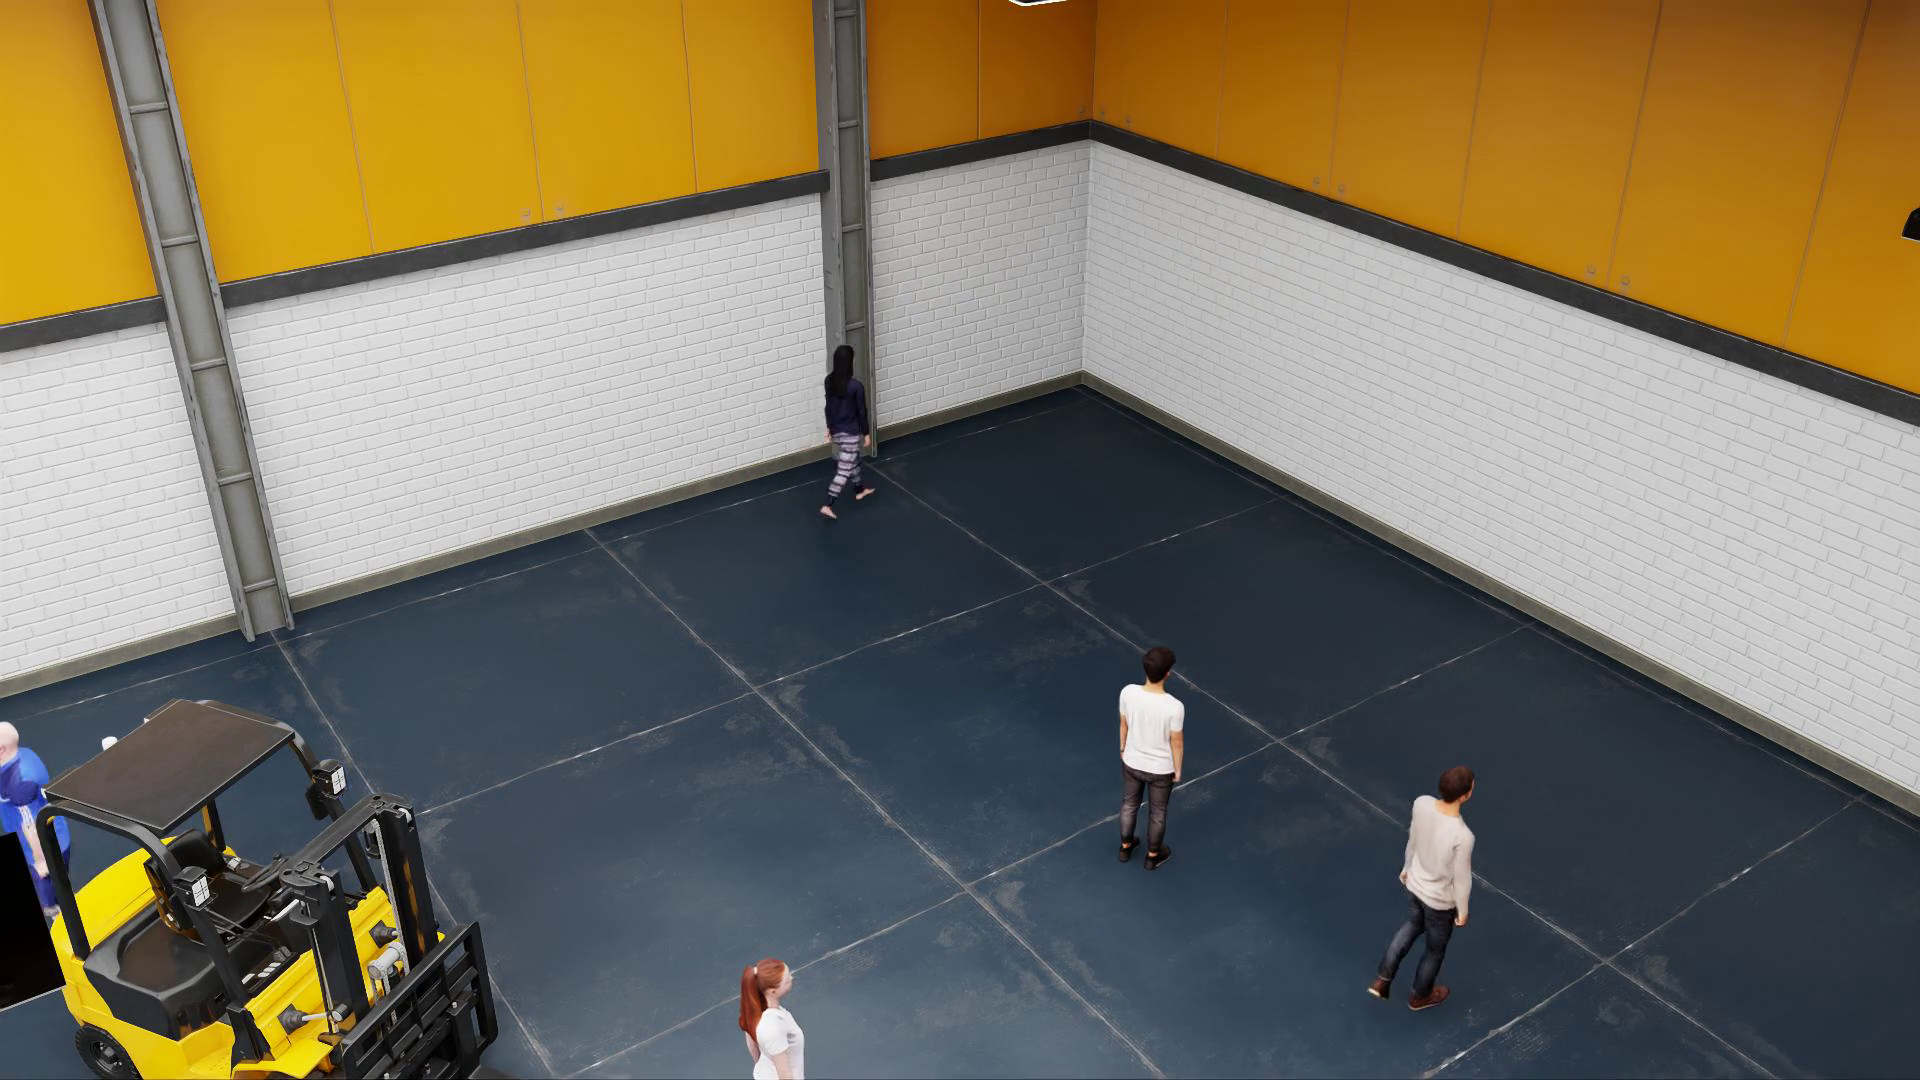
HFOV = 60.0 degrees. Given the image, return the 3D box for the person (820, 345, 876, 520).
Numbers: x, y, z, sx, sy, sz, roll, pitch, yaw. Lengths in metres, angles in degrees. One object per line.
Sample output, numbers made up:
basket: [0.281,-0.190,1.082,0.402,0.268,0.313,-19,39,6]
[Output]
person: [-1.140,-1.012,15.943,0.859,1.700,1.155,20,34,32]

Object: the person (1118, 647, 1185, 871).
person: [1.286,1.485,11.348,0.692,1.718,0.680,15,32,25]

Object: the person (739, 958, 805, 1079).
person: [-0.979,2.893,8.745,0.534,1.739,0.569,-16,33,-27]

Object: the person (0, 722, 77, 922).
person: [-5.701,1.898,10.477,0.910,1.827,0.691,-16,33,-27]

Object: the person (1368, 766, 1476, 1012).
person: [2.778,2.140,10.005,0.868,1.853,0.713,-15,32,-25]
